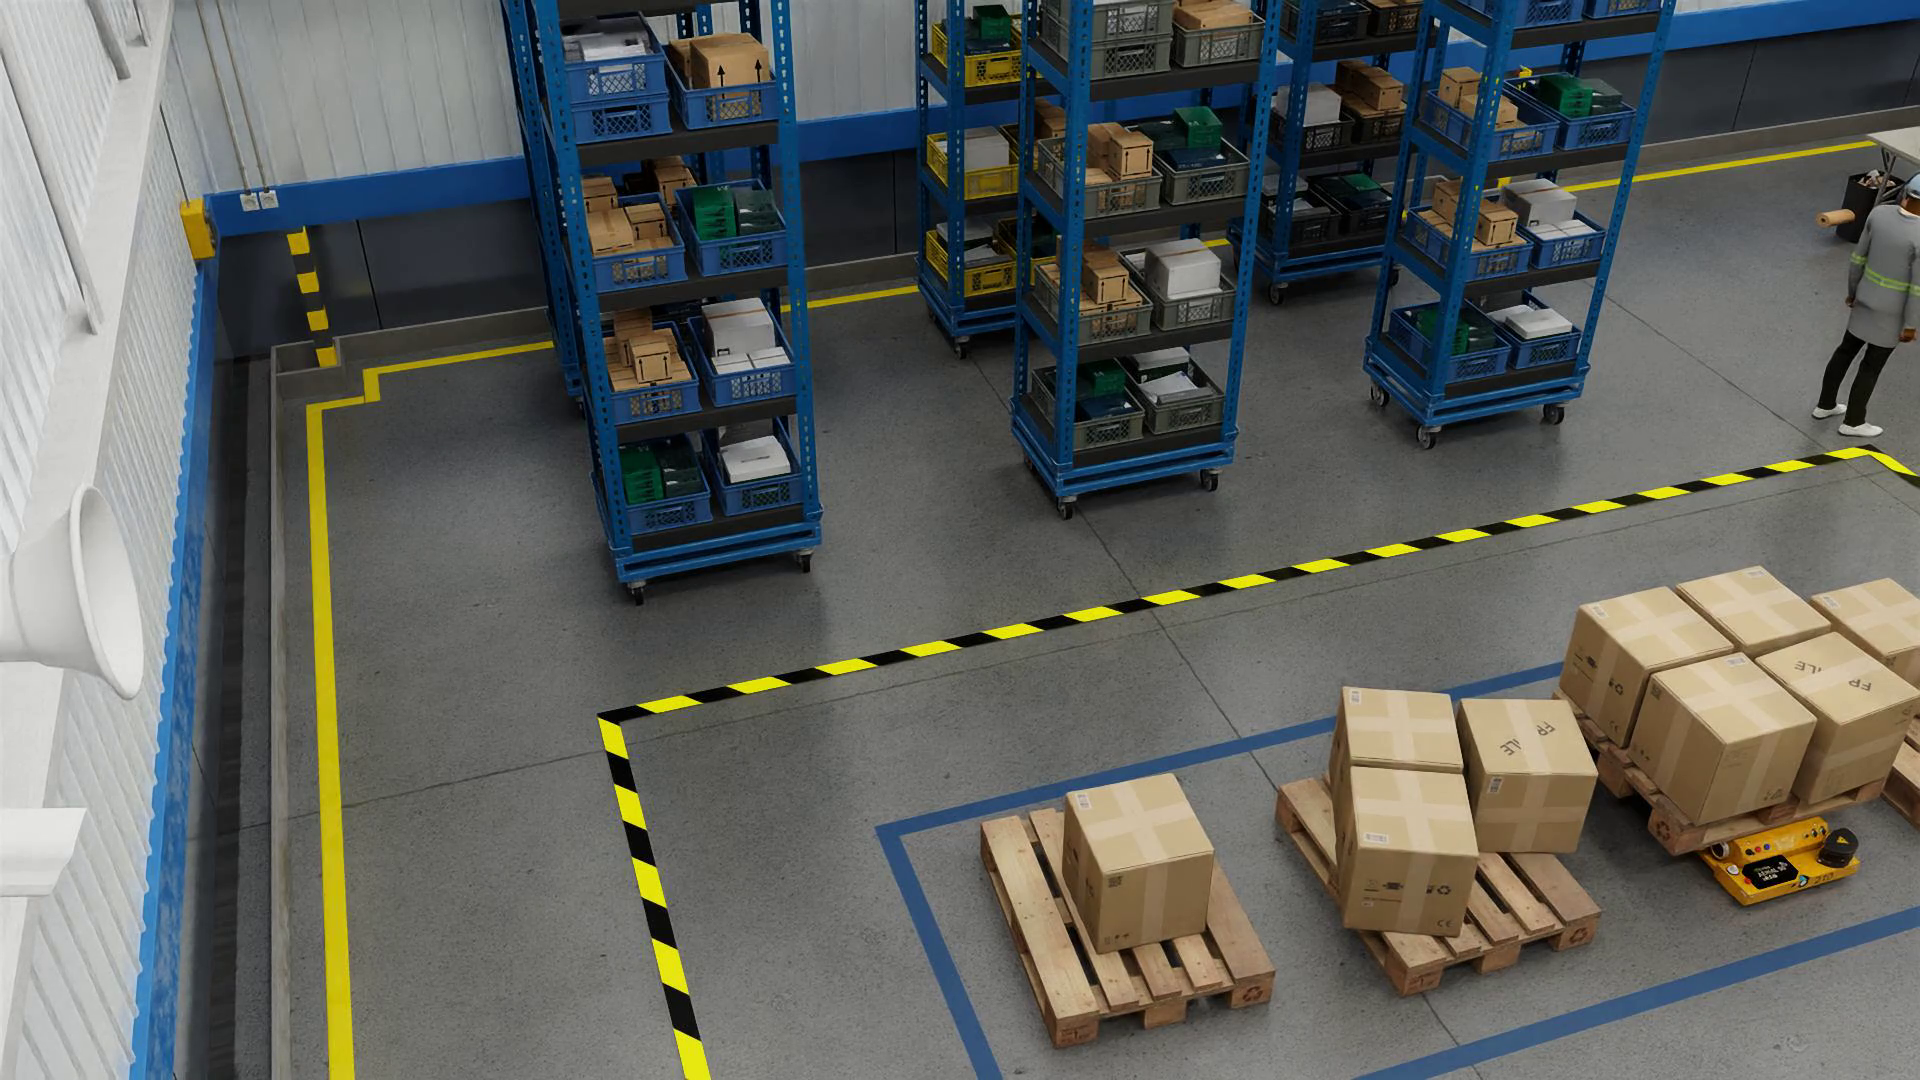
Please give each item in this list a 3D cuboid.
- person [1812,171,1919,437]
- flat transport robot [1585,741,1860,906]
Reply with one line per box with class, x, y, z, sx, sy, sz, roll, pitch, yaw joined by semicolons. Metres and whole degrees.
person;6.055;-1.548;10.875;0.377;1.851;0.597;-11;37;-15
flat transport robot;3.738;1.188;8.347;0.652;0.197;1.431;-11;37;-15
